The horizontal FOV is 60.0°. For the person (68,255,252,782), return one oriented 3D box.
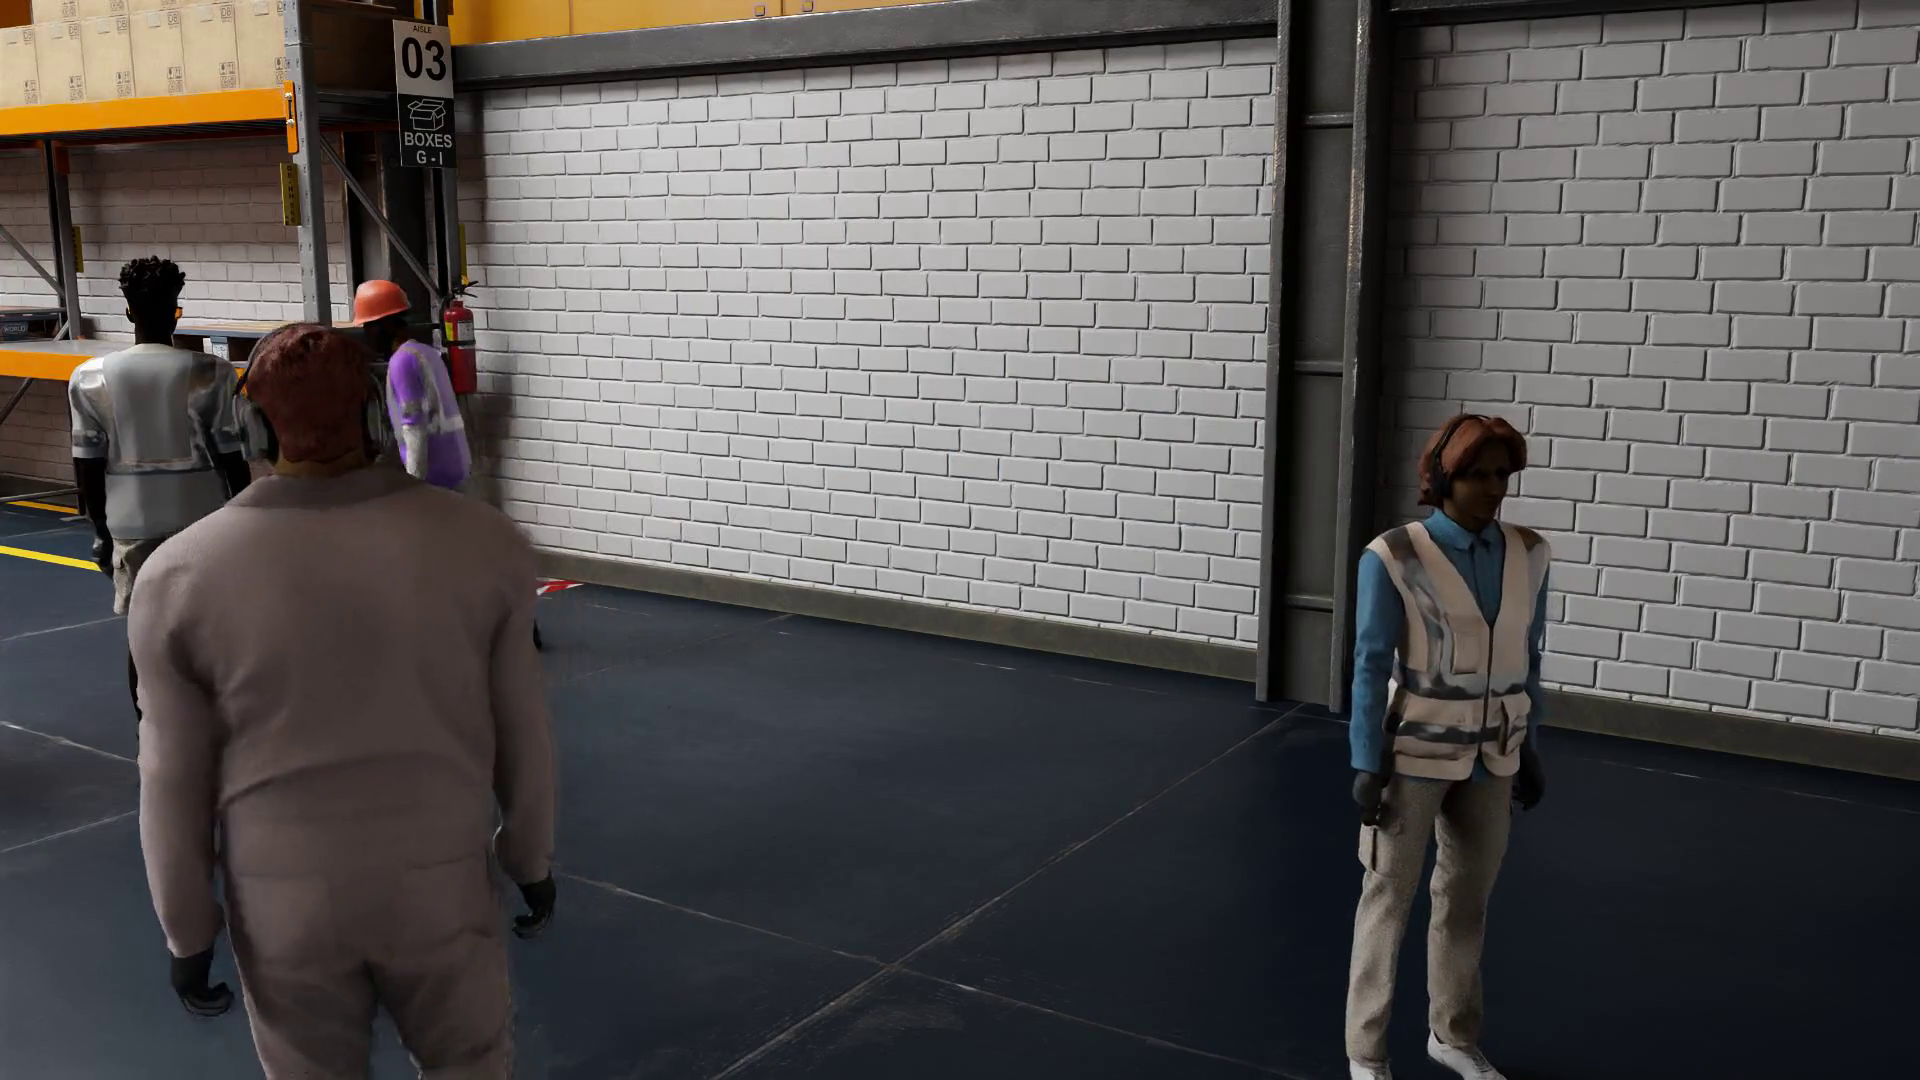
[{"bbox_3d":[-2.942,-0.067,6.210,0.603,1.966,0.367,-3,11,-14],"label":"person"}]

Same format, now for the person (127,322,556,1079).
[{"bbox_3d":[-1.013,0.582,2.812,0.668,1.886,0.638,-5,11,-25],"label":"person"}]

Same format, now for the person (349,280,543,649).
[{"bbox_3d":[-2.599,-0.324,8.022,1.130,1.822,0.557,0,10,-1],"label":"person"}]

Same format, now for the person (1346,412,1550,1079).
[{"bbox_3d":[1.127,0.522,3.858,0.522,1.636,0.310,-4,11,-20],"label":"person"}]
